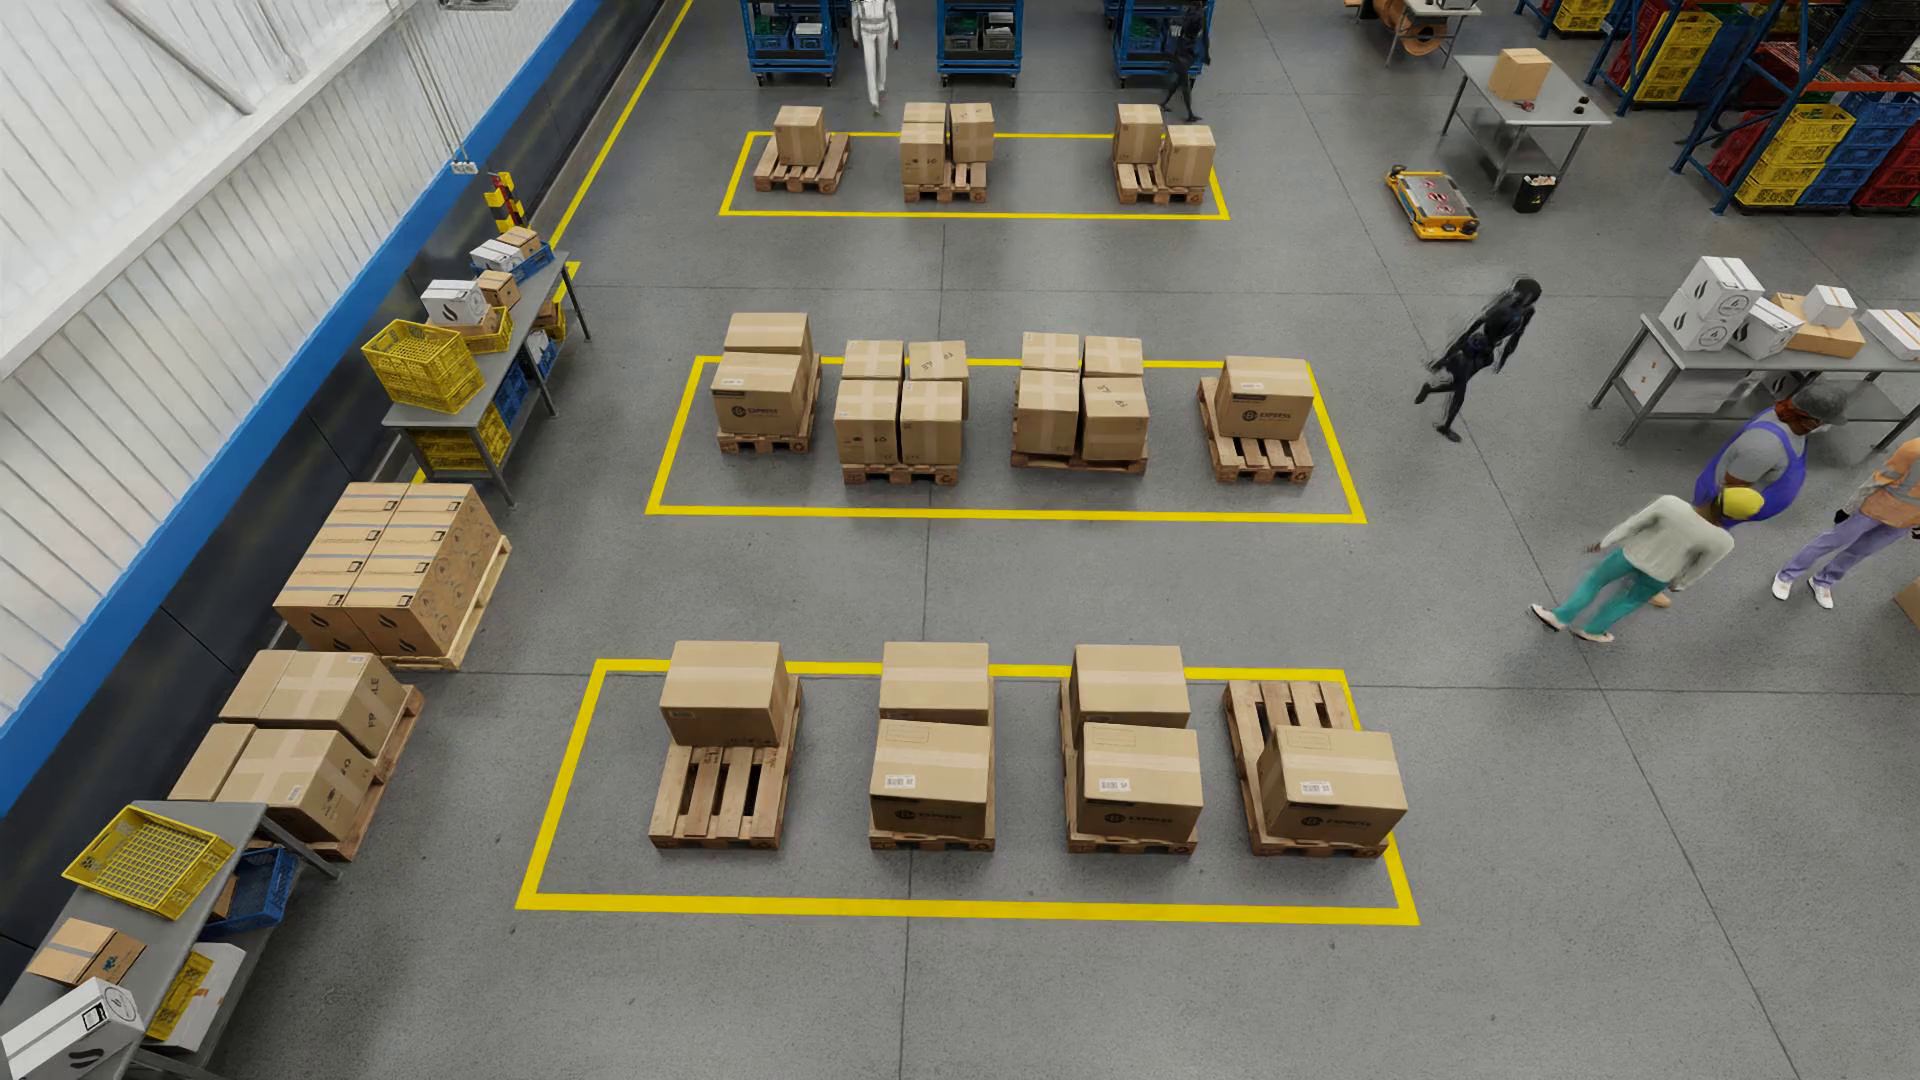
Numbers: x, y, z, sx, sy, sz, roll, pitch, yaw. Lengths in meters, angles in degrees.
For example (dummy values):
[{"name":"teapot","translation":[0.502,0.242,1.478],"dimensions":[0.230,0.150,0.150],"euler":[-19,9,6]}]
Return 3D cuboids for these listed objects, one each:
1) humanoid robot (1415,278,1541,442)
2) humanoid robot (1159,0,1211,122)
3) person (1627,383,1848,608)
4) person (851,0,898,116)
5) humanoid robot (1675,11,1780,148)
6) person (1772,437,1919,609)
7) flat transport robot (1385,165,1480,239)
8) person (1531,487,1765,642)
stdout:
[{"name":"humanoid robot","translation":[4.509,-1.688,8.087],"dimensions":[0.631,1.613,0.680],"euler":[-15,51,-13]},{"name":"humanoid robot","translation":[3.052,-6.465,12.230],"dimensions":[0.767,1.627,0.612],"euler":[31,56,24]},{"name":"person","translation":[5.634,-0.321,6.641],"dimensions":[0.536,2.000,0.682],"euler":[36,58,27]},{"name":"person","translation":[-1.126,-6.779,12.366],"dimensions":[0.598,1.836,0.884],"euler":[-10,50,-9]},{"name":"humanoid robot","translation":[9.841,-5.799,11.620],"dimensions":[0.466,1.648,0.592],"euler":[-3,49,-2]},{"name":"person","translation":[6.733,-0.194,6.605],"dimensions":[0.590,1.925,0.382],"euler":[13,50,11]},{"name":"flat transport robot","translation":[5.692,-4.094,11.059],"dimensions":[0.652,0.197,1.431],"euler":[1,49,1]},{"name":"person","translation":[4.769,0.157,6.449],"dimensions":[0.314,1.704,0.714],"euler":[-36,58,-27]}]
